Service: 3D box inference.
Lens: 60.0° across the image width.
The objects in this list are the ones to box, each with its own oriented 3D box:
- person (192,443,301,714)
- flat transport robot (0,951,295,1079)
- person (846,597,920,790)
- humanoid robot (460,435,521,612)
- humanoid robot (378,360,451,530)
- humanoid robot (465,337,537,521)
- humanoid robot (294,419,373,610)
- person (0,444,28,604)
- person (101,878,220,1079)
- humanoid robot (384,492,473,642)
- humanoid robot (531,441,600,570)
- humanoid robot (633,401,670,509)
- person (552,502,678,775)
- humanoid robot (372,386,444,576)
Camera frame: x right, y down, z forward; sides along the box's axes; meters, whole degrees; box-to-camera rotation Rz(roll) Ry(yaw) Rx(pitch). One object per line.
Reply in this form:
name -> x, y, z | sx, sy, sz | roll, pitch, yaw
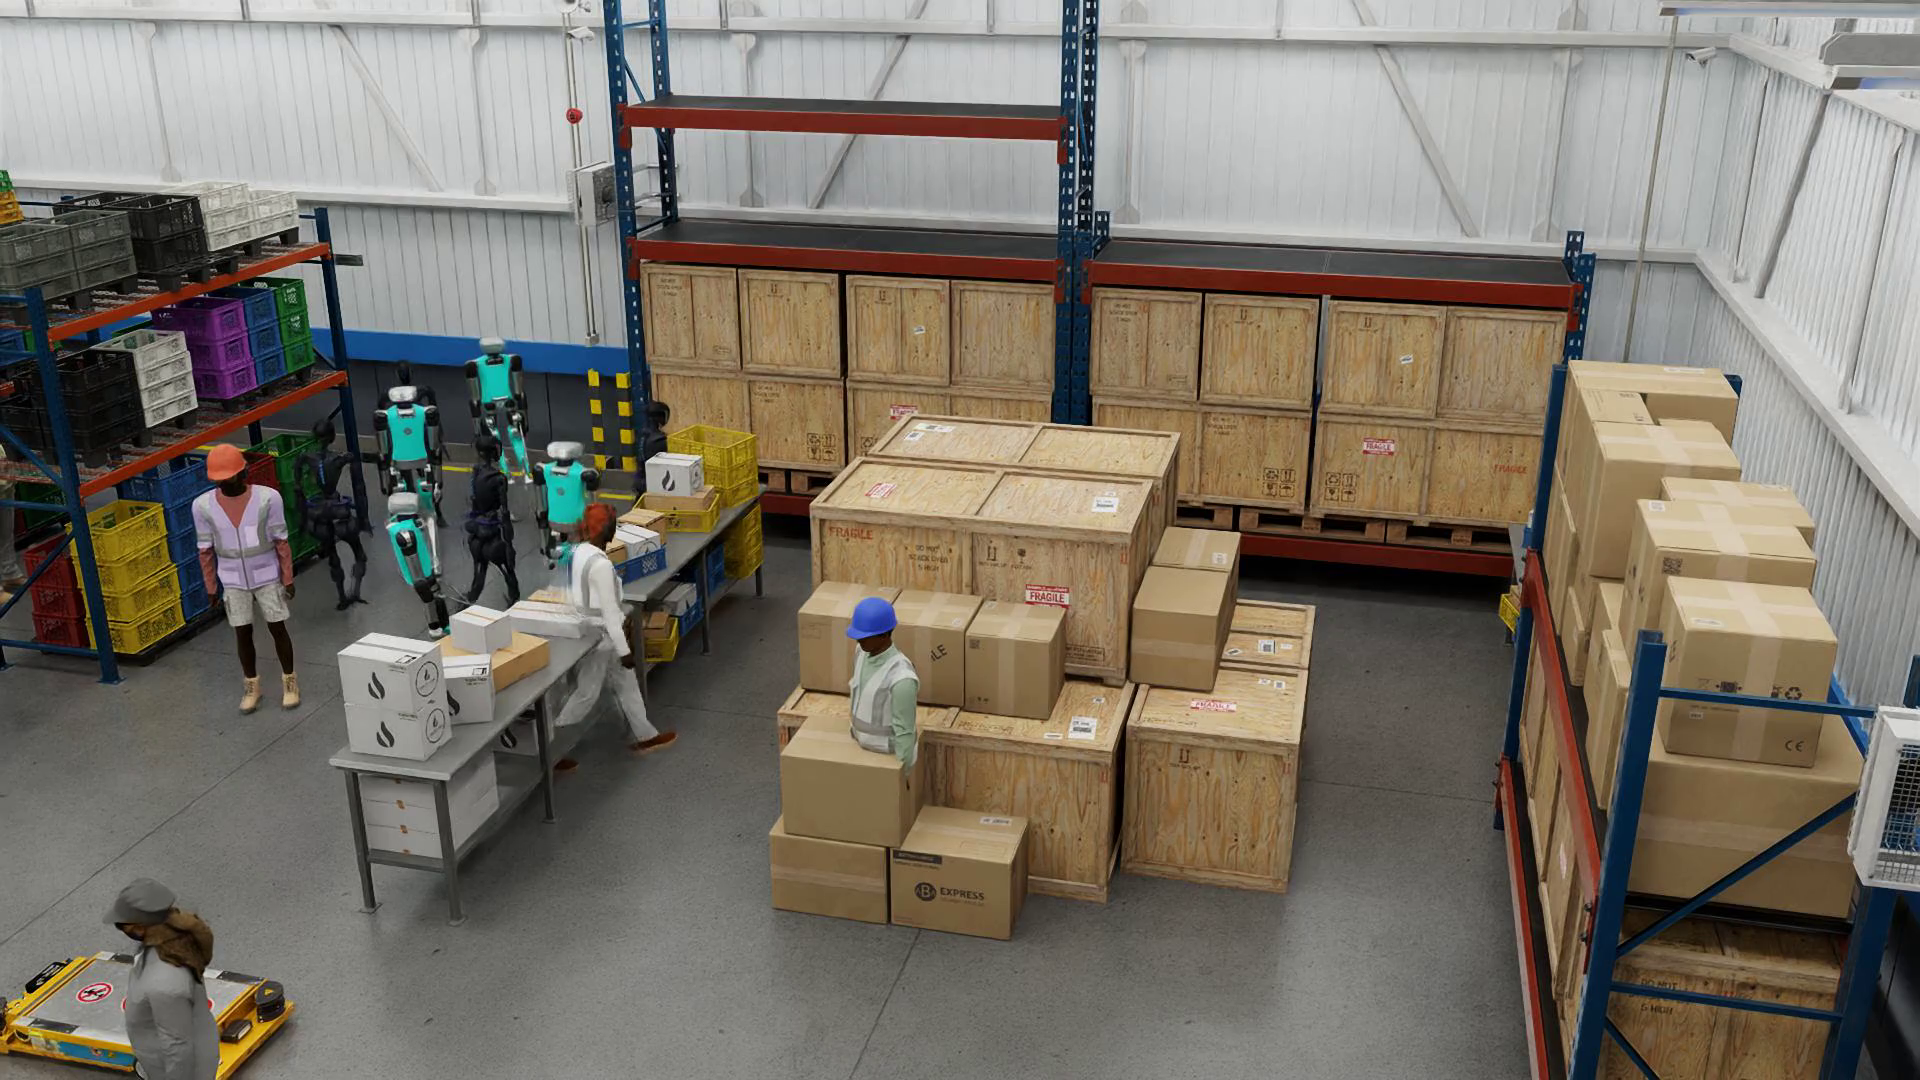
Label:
person -> -5.070, 0.278, 11.856 | 0.608, 2.033, 0.404 | -5, 21, -13
flat transport robot -> -4.270, 2.464, 8.601 | 1.431, 0.231, 0.659 | 5, 22, 13
person -> -0.450, 1.215, 9.536 | 0.412, 1.937, 0.602 | -11, 24, -27
humanoid robot -> -3.794, -0.023, 13.199 | 0.720, 1.645, 0.592 | -19, 28, -41
humanoid robot -> -5.046, -0.879, 15.376 | 0.601, 1.640, 0.363 | -13, 24, -30
humanoid robot -> -4.225, -0.951, 15.532 | 0.532, 1.832, 0.666 | -12, 24, -29
humanoid robot -> -5.131, -0.196, 13.597 | 0.610, 1.647, 0.382 | -2, 21, -6
person -> -8.080, -0.392, 13.867 | 0.429, 1.842, 0.627 | 1, 21, 3
person -> -3.329, 2.221, 7.132 | 0.396, 1.767, 0.572 | -9, 23, -22
humanoid robot -> -3.553, 0.467, 11.765 | 0.834, 1.759, 0.553 | -8, 22, -20
humanoid robot -> -2.927, 0.062, 12.914 | 0.547, 1.849, 0.747 | 4, 21, 11
humanoid robot -> -2.645, -0.380, 14.106 | 0.667, 1.631, 0.591 | -17, 27, -37
person -> -2.442, 0.653, 11.140 | 0.960, 1.838, 0.657 | -8, 22, -19
humanoid robot -> -4.724, -0.535, 14.307 | 0.535, 1.736, 0.691 | -8, 22, -21
